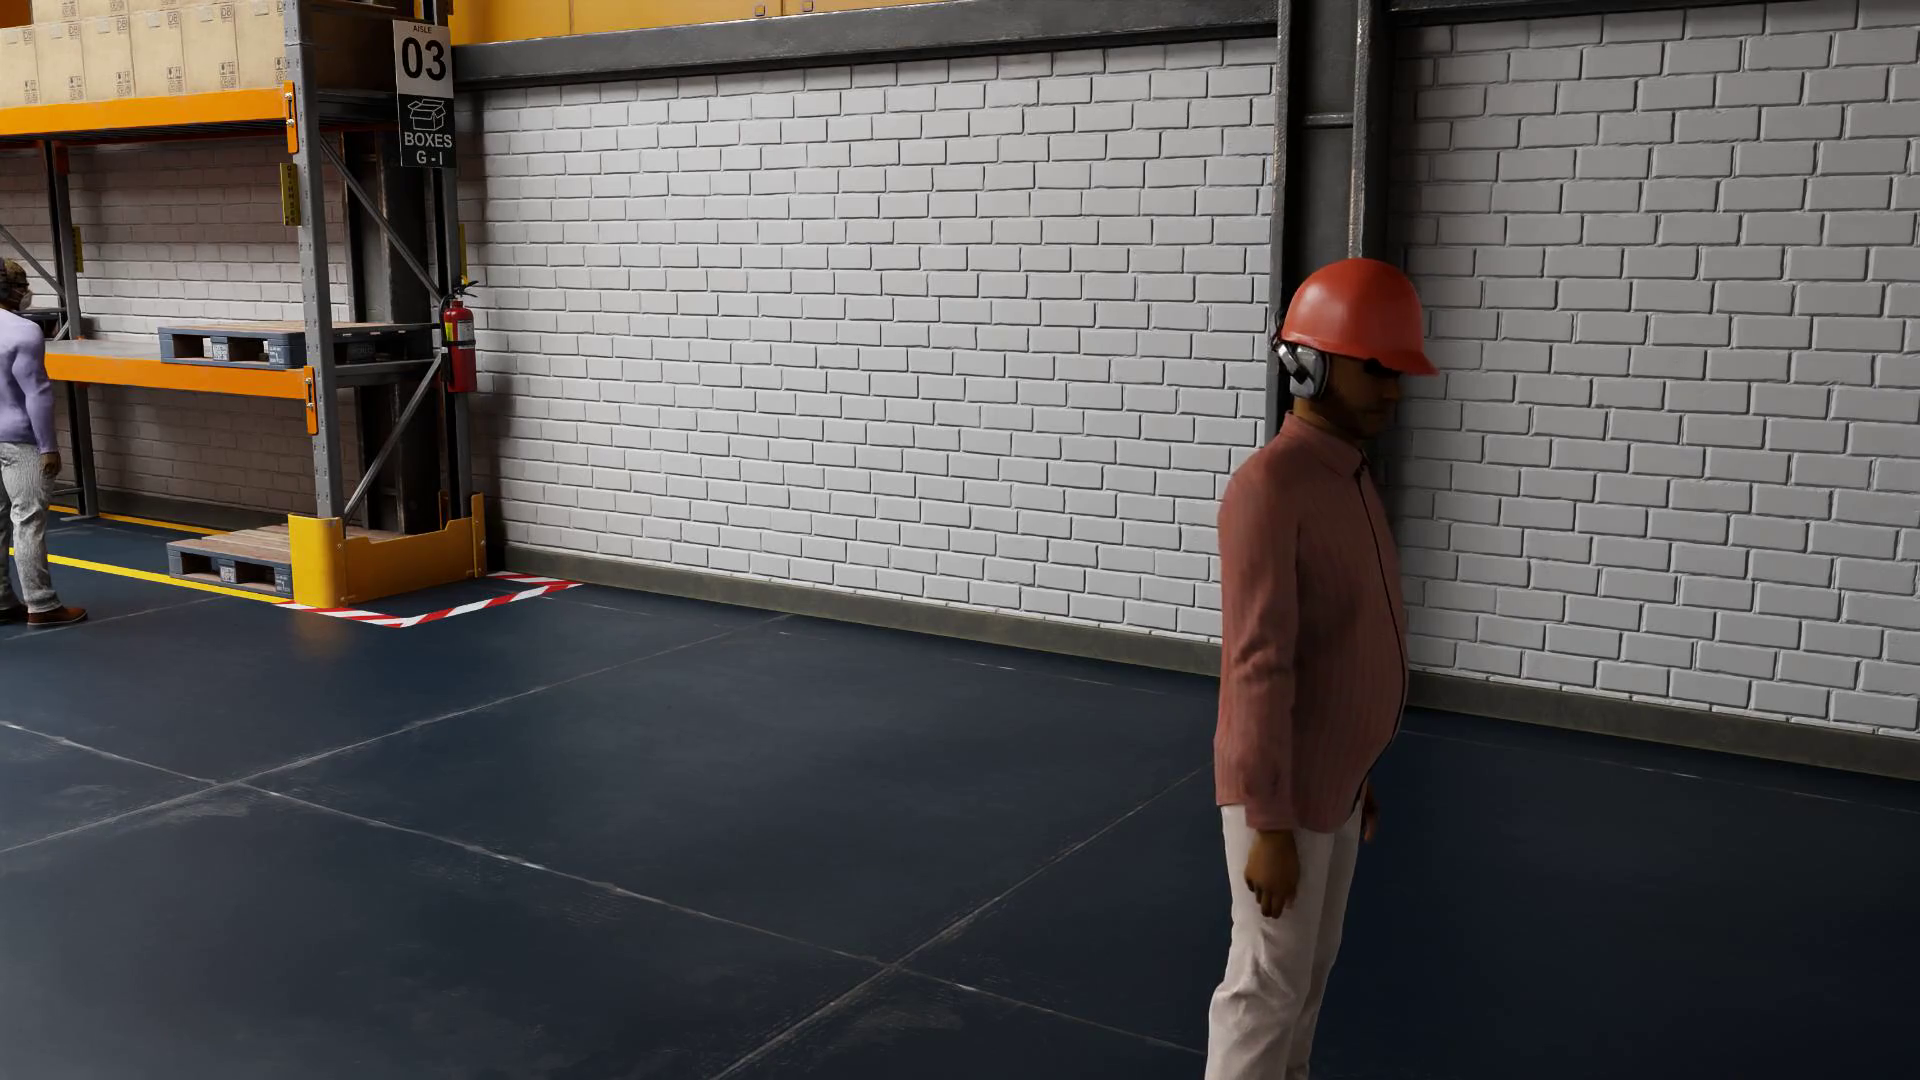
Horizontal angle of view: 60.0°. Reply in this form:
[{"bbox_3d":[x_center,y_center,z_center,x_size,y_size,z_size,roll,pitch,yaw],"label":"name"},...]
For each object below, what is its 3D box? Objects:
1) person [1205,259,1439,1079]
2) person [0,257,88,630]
[{"bbox_3d":[0.680,0.468,3.185,0.391,1.987,0.608,5,11,27],"label":"person"},{"bbox_3d":[-4.947,-0.496,8.671,0.629,1.937,0.379,4,11,22],"label":"person"}]
